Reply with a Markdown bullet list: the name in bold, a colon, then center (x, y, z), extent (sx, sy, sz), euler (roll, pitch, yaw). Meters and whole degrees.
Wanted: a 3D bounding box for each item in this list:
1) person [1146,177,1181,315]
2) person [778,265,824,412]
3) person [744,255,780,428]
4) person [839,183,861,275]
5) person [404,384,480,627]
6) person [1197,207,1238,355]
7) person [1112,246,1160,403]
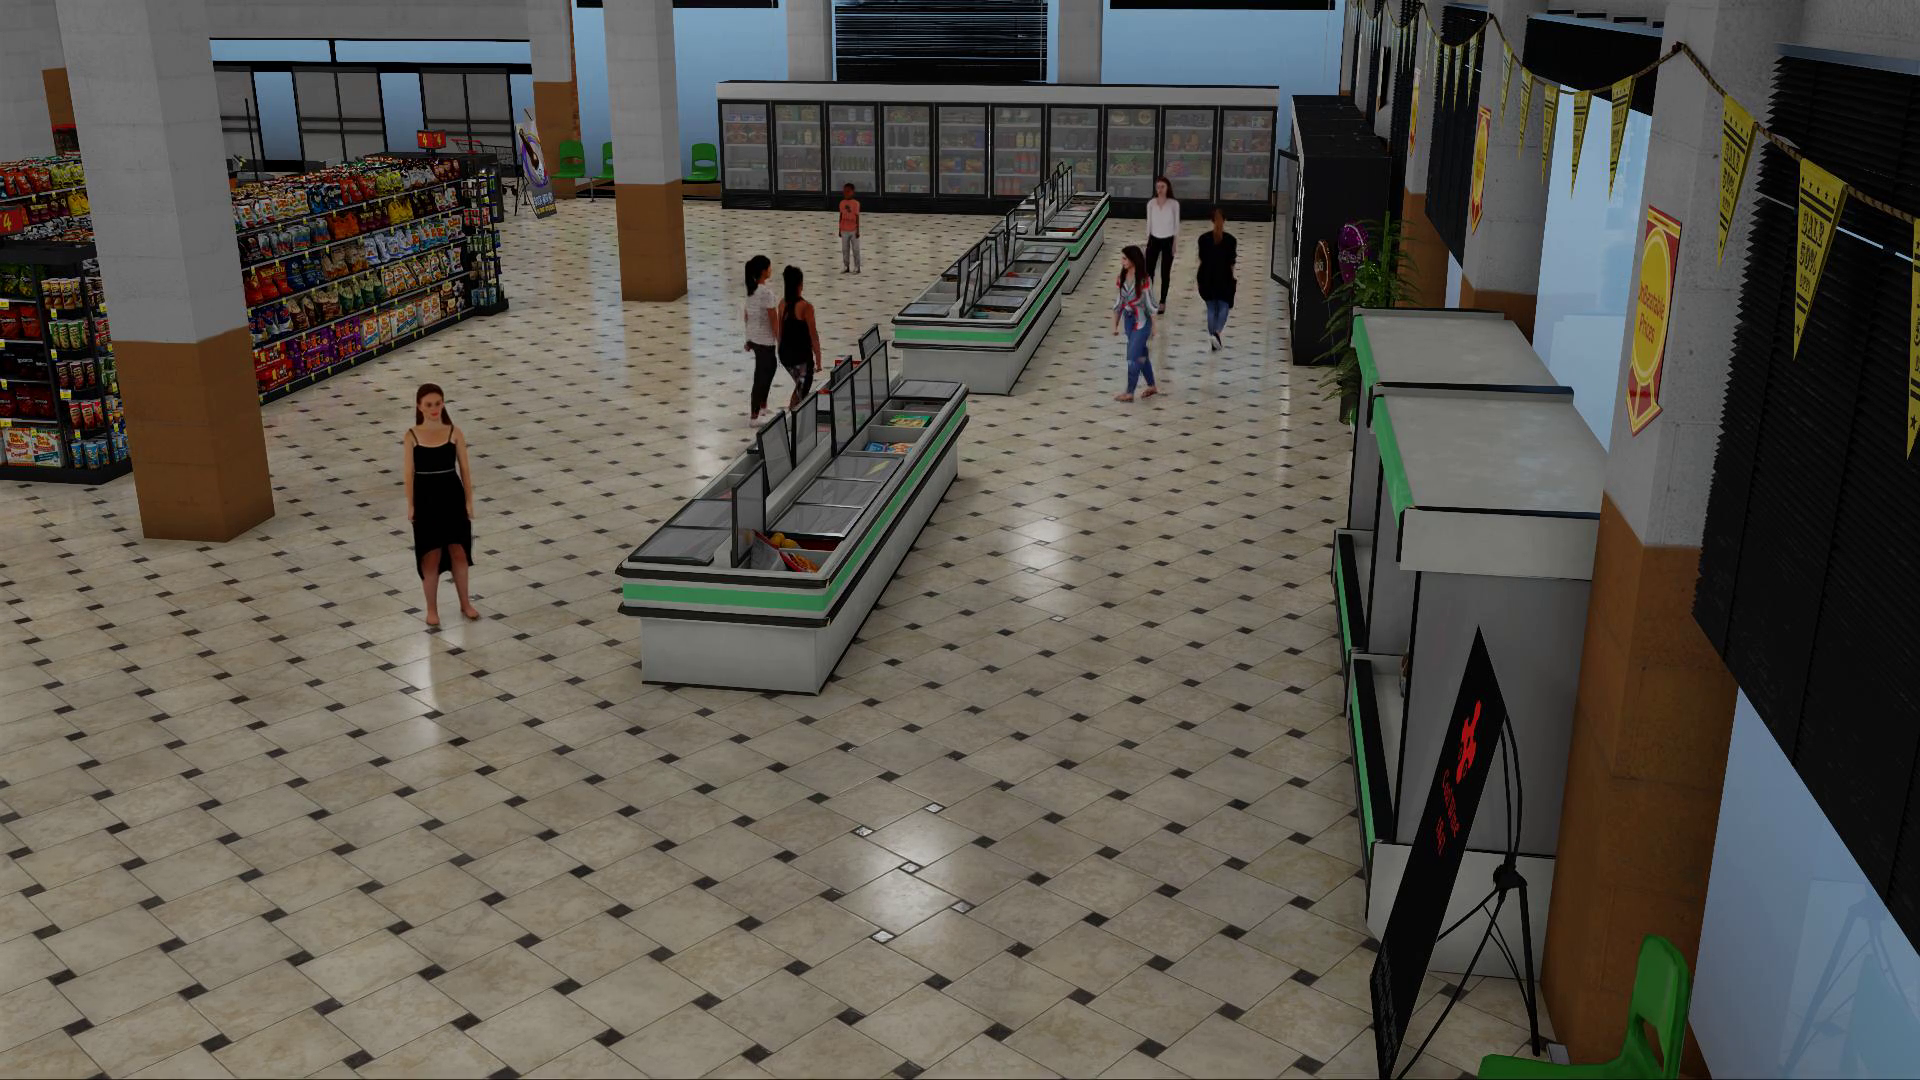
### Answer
- **person**: center (2.602, -3.740, 21.209), extent (0.650, 1.741, 0.784), euler (5, 19, 16)
- **person**: center (-1.547, -1.671, 15.194), extent (0.734, 1.664, 0.760), euler (15, 24, 37)
- **person**: center (-1.965, -1.875, 15.848), extent (0.765, 1.632, 0.704), euler (-12, 22, -31)
- **person**: center (-1.606, -4.546, 24.278), extent (0.511, 1.308, 0.524), euler (8, 20, 22)
- **person**: center (-3.445, -0.246, 11.035), extent (0.679, 1.622, 0.713), euler (-7, 20, -20)
- **person**: center (2.888, -2.918, 18.884), extent (0.665, 1.670, 0.810), euler (6, 20, 17)
- **person**: center (1.869, -2.180, 16.843), extent (0.915, 1.574, 0.998), euler (17, 25, 41)
